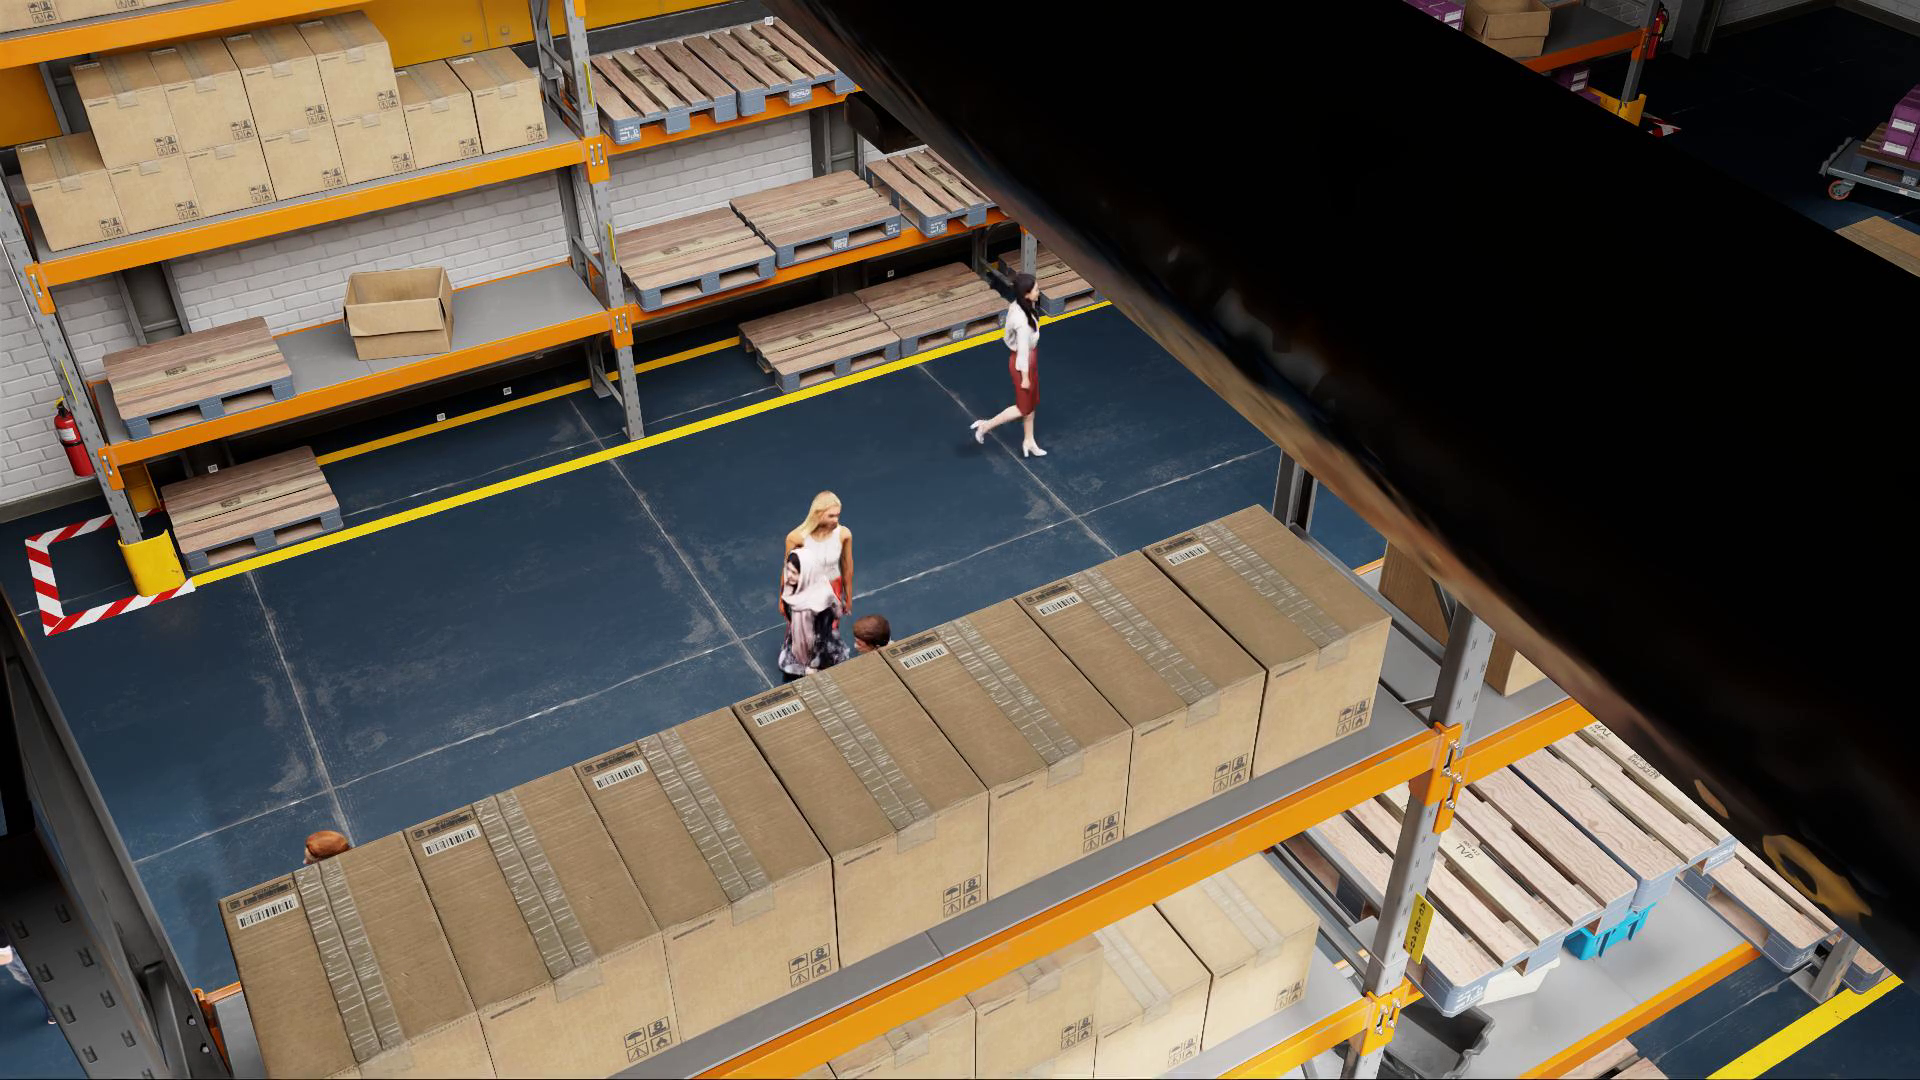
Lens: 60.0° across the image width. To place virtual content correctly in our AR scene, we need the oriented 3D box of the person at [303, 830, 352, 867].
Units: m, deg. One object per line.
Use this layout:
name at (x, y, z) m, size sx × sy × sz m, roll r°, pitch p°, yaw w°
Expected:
person at (-3.384, 2.194, 9.293) m, size 0.543 × 1.625 × 0.559 m, roll -20°, pitch 43°, yaw -23°

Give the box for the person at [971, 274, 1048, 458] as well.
person at (0.445, -1.391, 13.692) m, size 0.992 × 1.737 × 0.862 m, roll 0°, pitch 39°, yaw 1°

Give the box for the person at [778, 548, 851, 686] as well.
person at (-0.903, 0.689, 11.202) m, size 0.822 × 1.594 × 1.178 m, roll 31°, pitch 48°, yaw 33°

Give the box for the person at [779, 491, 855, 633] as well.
person at (-0.987, 0.343, 11.492) m, size 0.907 × 1.773 × 0.903 m, roll -5°, pitch 39°, yaw -6°
